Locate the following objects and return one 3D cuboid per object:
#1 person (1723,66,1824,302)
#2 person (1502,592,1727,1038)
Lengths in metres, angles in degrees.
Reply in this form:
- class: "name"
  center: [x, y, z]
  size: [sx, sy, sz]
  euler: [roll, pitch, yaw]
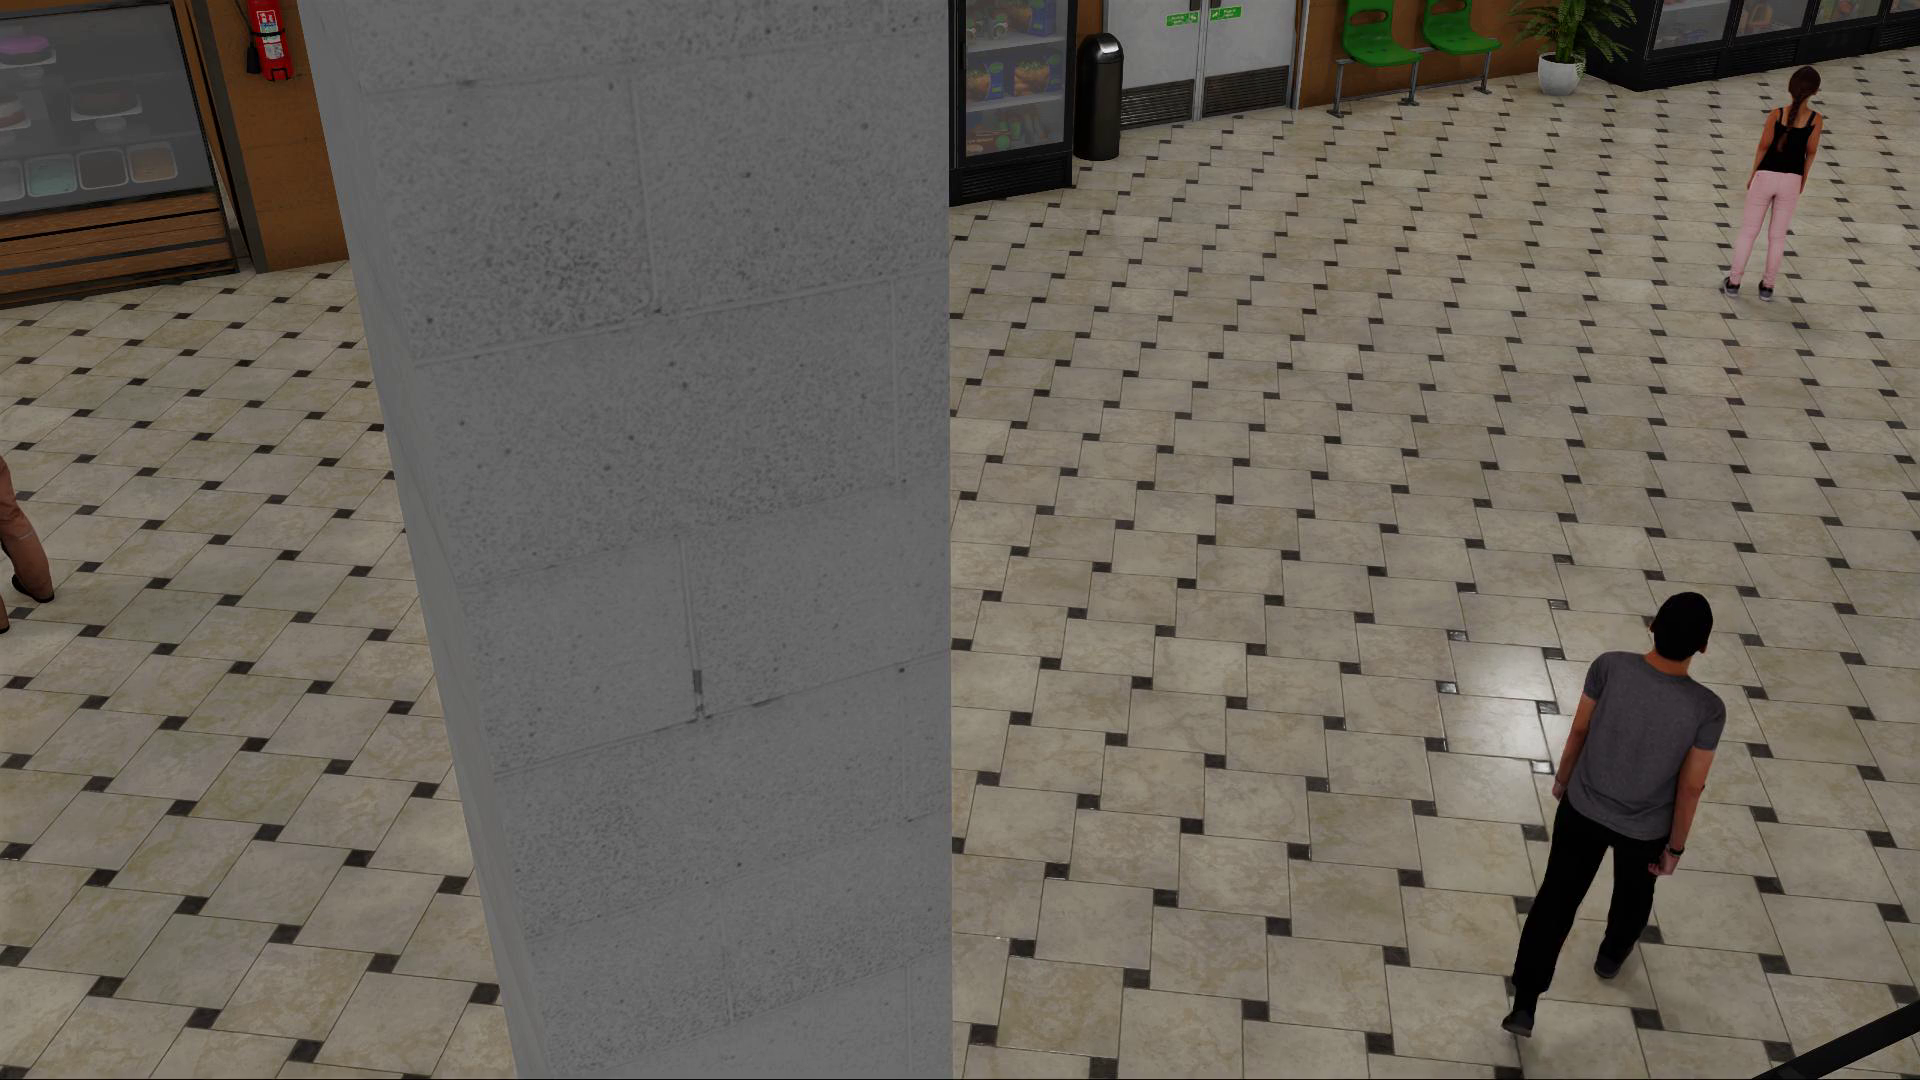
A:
- class: "person"
  center: [5.413, -2.358, 11.025]
  size: [0.594, 1.563, 0.649]
  euler: [9, 33, 14]
- class: "person"
  center: [2.164, 0.950, 5.545]
  size: [1.135, 1.736, 1.079]
  euler: [17, 36, 26]
